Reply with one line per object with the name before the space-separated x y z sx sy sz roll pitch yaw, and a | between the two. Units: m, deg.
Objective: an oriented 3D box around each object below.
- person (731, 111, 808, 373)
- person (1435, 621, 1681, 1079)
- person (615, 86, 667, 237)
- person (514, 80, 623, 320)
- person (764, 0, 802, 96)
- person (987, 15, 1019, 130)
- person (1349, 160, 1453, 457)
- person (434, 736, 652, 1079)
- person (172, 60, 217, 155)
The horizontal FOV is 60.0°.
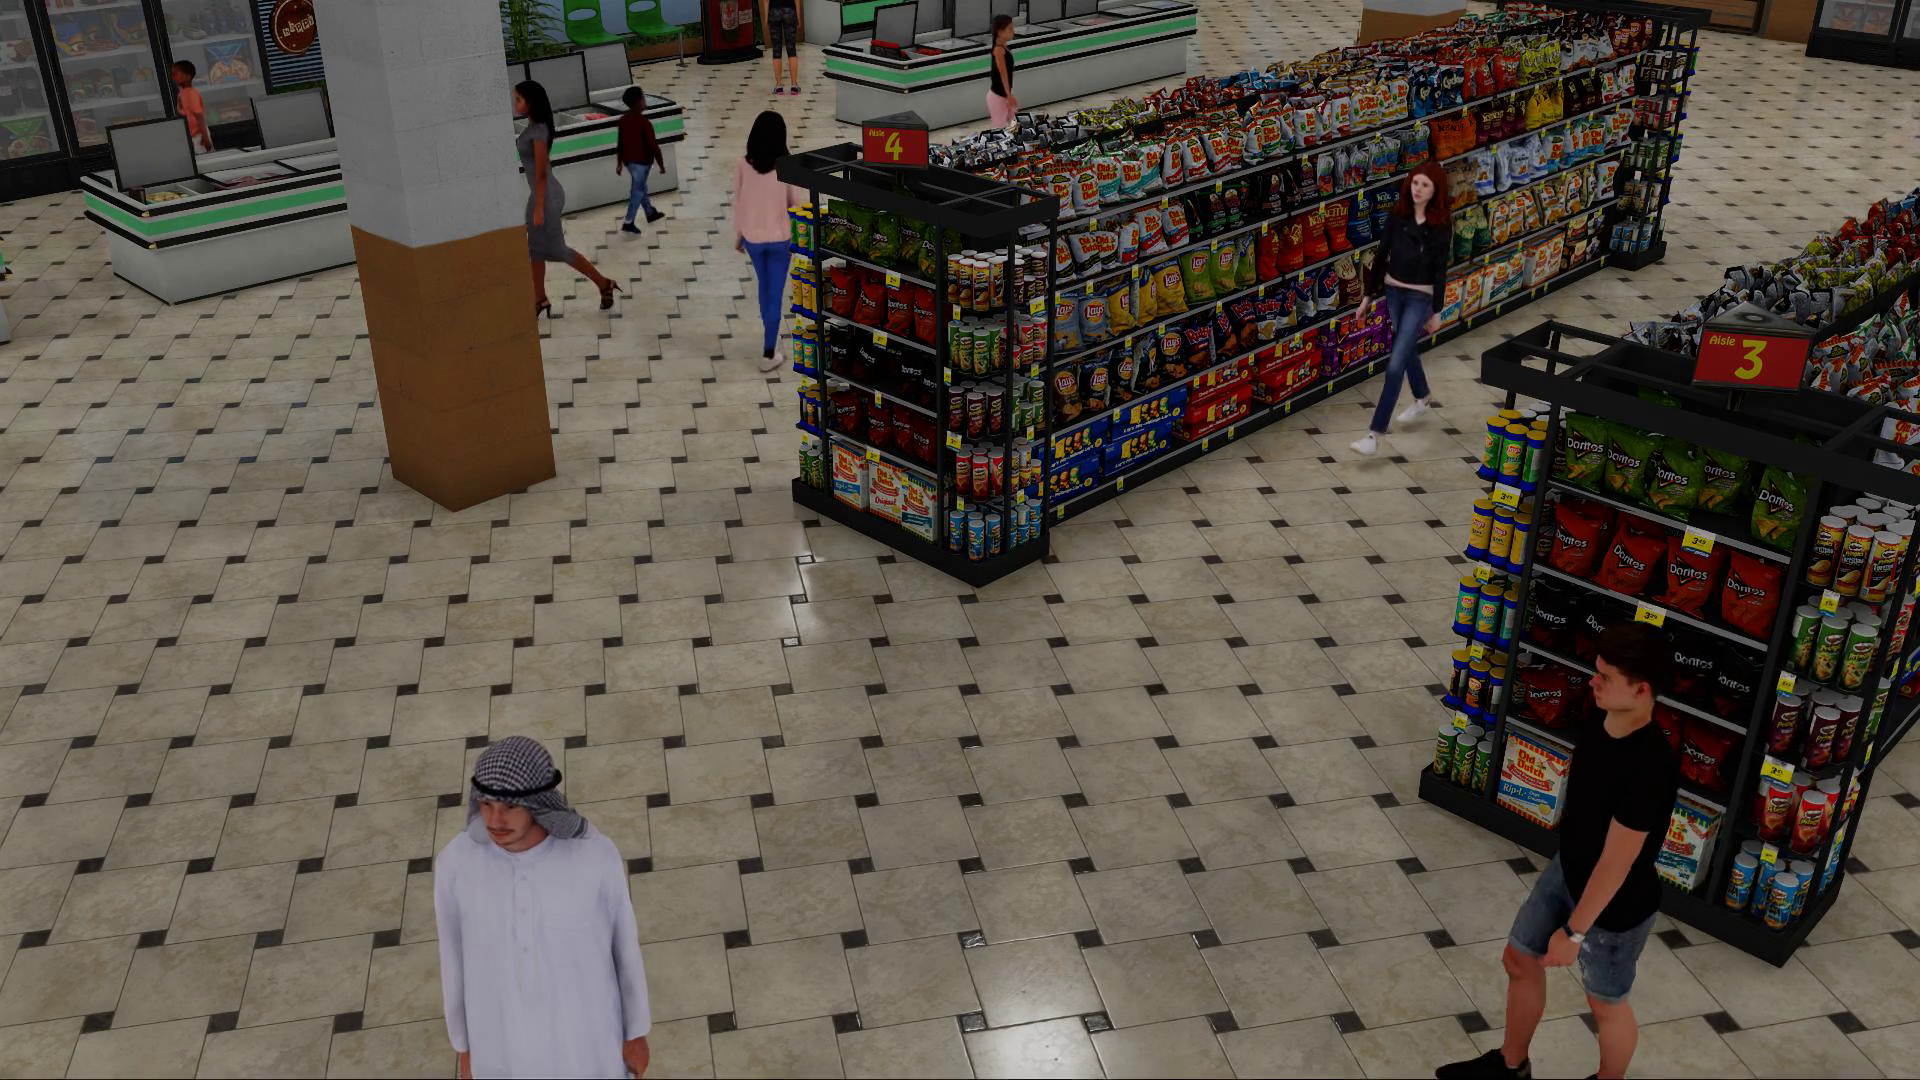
person | -1.321 -1.975 11.205 0.879 1.750 0.955 7 28 14
person | 2.067 1.074 5.106 0.988 1.828 0.918 -2 27 -4
person | -2.799 -3.216 14.225 0.622 1.232 0.915 17 31 30
person | -2.913 -2.431 12.094 1.071 1.760 0.892 -8 28 -16
person | -2.068 -6.066 19.297 0.642 1.727 0.716 -3 27 -5
person | 0.324 -4.165 15.747 0.736 1.547 0.691 5 27 10
person | 2.763 -1.421 10.133 1.230 1.731 0.598 -23 35 -38
person | -1.101 1.337 4.481 0.781 1.925 0.863 -3 27 -5
person | -6.848 -3.678 15.074 0.912 1.288 0.578 -19 33 -33
